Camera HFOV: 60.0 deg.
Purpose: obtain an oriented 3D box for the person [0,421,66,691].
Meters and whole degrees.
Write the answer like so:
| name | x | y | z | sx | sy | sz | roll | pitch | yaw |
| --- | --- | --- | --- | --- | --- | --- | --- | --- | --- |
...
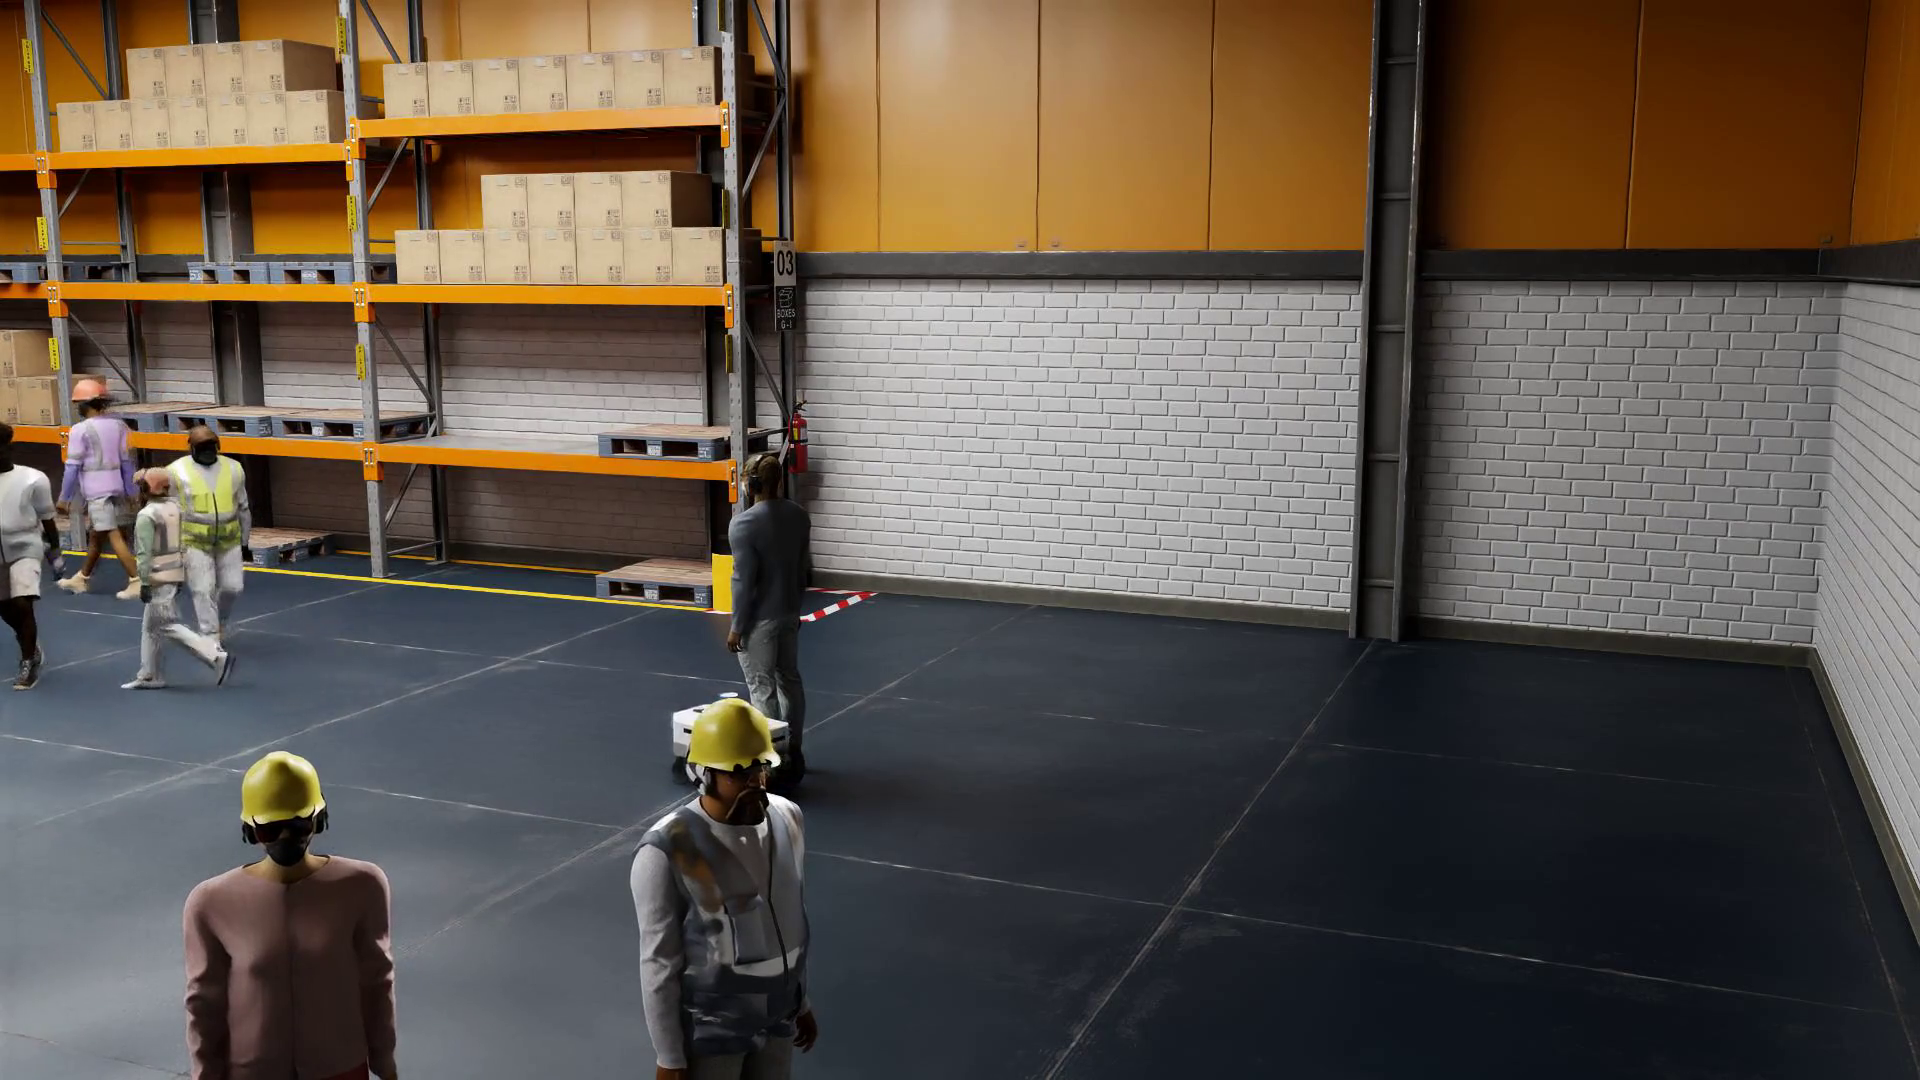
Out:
| name | x | y | z | sx | sy | sz | roll | pitch | yaw |
| --- | --- | --- | --- | --- | --- | --- | --- | --- | --- |
| person | -6.848 | 0.076 | 12.065 | 0.650 | 1.928 | 0.876 | -2 | 10 | -13 |

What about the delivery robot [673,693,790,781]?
| name | x | y | z | sx | sy | sz | roll | pitch | yaw |
| --- | --- | --- | --- | --- | --- | --- | --- | --- | --- |
| delivery robot | -1.320 | 1.121 | 9.558 | 0.707 | 0.478 | 0.477 | 7 | 12 | 38 |

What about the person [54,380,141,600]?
| name | x | y | z | sx | sy | sz | roll | pitch | yaw |
| --- | --- | --- | --- | --- | --- | --- | --- | --- | --- |
| person | -7.796 | -0.443 | 15.002 | 1.038 | 1.991 | 0.618 | 1 | 9 | 8 |

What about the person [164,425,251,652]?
| name | x | y | z | sx | sy | sz | roll | pitch | yaw |
| --- | --- | --- | --- | --- | --- | --- | --- | --- | --- |
| person | -5.778 | 0.011 | 12.783 | 0.630 | 1.815 | 0.539 | -8 | 12 | -41 |

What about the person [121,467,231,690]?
| name | x | y | z | sx | sy | sz | roll | pitch | yaw |
| --- | --- | --- | --- | --- | --- | --- | --- | --- | --- |
| person | -5.578 | 0.281 | 11.757 | 0.730 | 1.607 | 0.525 | -1 | 9 | -4 |

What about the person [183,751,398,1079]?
| name | x | y | z | sx | sy | sz | roll | pitch | yaw |
| --- | --- | --- | --- | --- | --- | --- | --- | --- | --- |
| person | -1.751 | 1.414 | 4.404 | 0.522 | 1.769 | 0.318 | -5 | 11 | -28 |

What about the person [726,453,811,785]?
| name | x | y | z | sx | sy | sz | roll | pitch | yaw |
| --- | --- | --- | --- | --- | --- | --- | --- | --- | --- |
| person | -1.125 | 0.455 | 9.696 | 0.372 | 1.940 | 0.630 | 6 | 11 | 32 |

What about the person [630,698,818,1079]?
| name | x | y | z | sx | sy | sz | roll | pitch | yaw |
| --- | --- | --- | --- | --- | --- | --- | --- | --- | --- |
| person | -0.626 | 1.336 | 4.673 | 0.404 | 1.833 | 0.590 | 8 | 12 | 39 |
